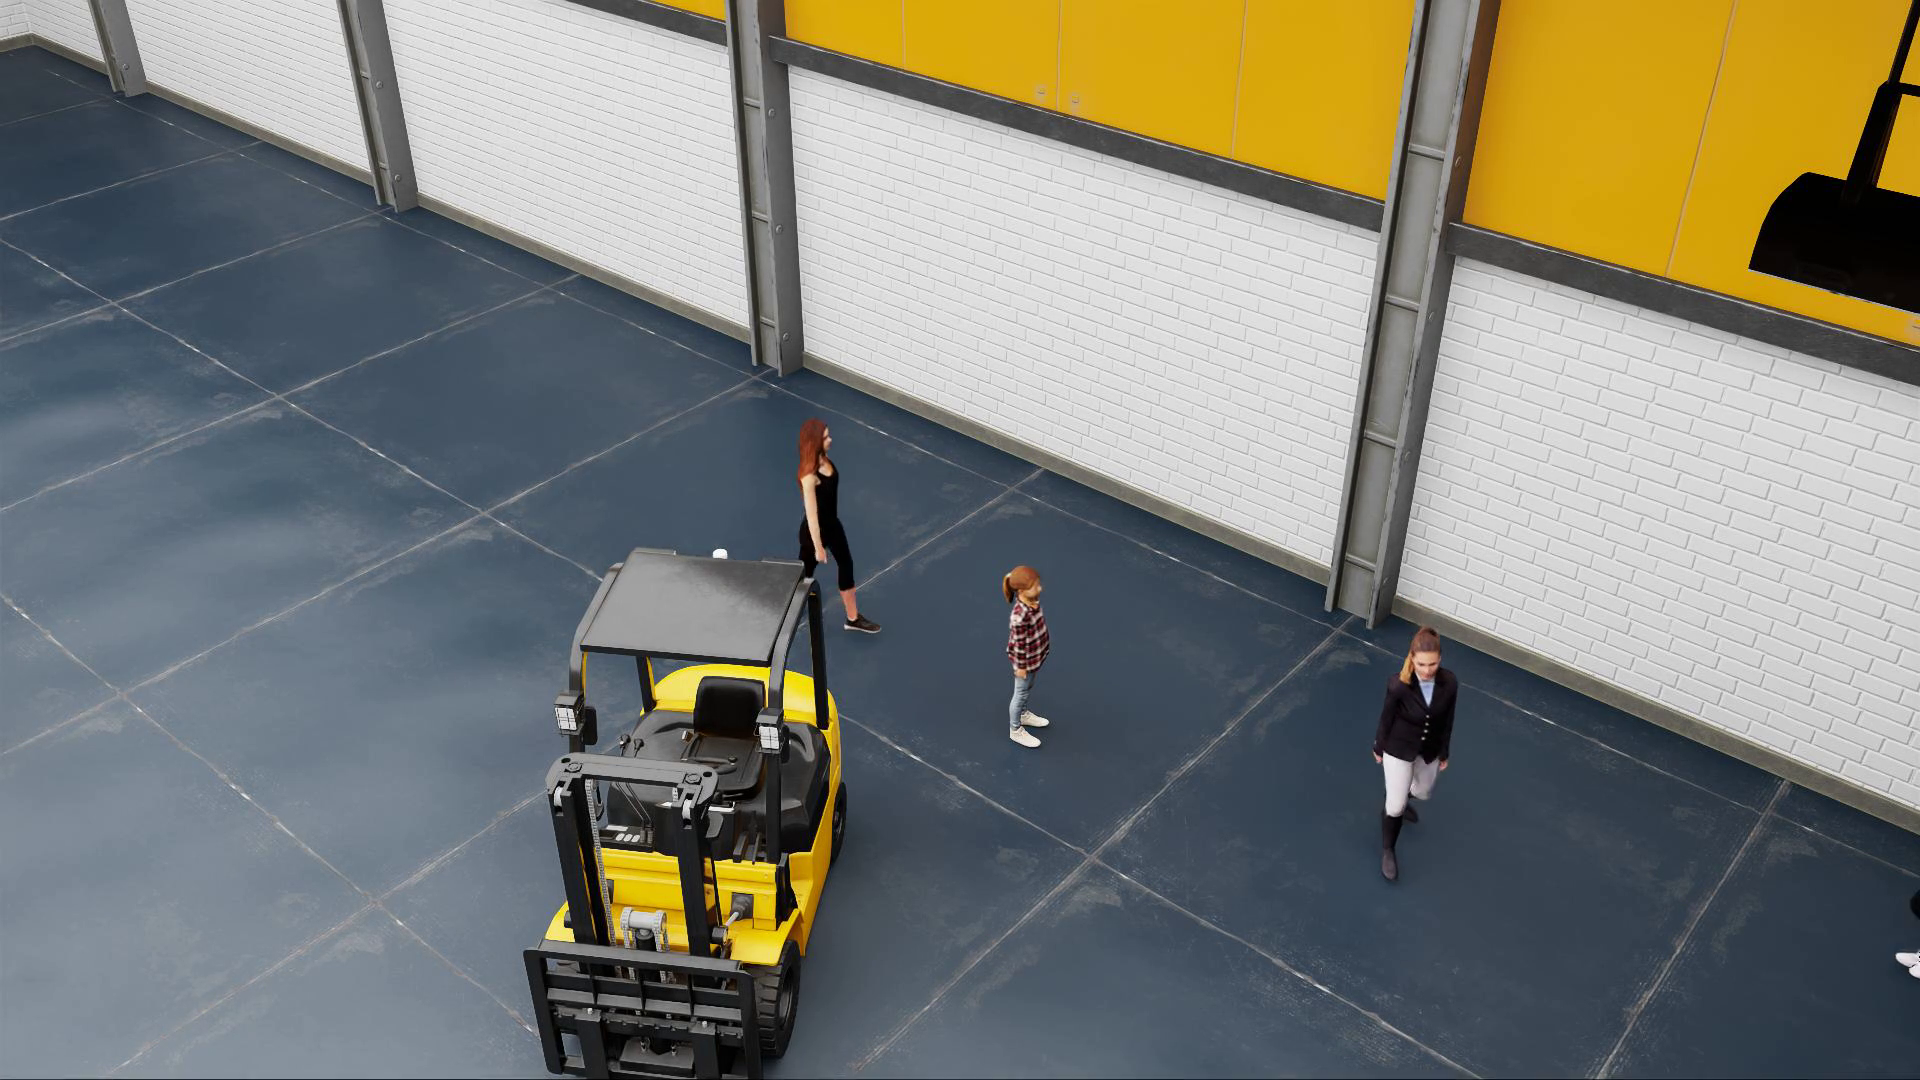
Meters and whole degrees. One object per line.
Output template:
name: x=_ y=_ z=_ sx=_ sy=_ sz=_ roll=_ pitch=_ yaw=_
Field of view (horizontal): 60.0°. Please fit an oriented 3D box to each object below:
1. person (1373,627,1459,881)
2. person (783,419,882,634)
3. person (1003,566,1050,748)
person: x=2.600 y=1.193 z=9.608 sx=0.864 sy=1.710 sz=0.915 roll=-3 pitch=34 yaw=-5
person: x=-1.058 y=-0.062 z=11.512 sx=1.191 sy=1.691 sz=0.902 roll=9 pitch=35 yaw=13
person: x=0.417 y=0.721 z=10.683 sx=0.632 sy=1.306 sz=0.604 roll=10 pitch=35 yaw=15
